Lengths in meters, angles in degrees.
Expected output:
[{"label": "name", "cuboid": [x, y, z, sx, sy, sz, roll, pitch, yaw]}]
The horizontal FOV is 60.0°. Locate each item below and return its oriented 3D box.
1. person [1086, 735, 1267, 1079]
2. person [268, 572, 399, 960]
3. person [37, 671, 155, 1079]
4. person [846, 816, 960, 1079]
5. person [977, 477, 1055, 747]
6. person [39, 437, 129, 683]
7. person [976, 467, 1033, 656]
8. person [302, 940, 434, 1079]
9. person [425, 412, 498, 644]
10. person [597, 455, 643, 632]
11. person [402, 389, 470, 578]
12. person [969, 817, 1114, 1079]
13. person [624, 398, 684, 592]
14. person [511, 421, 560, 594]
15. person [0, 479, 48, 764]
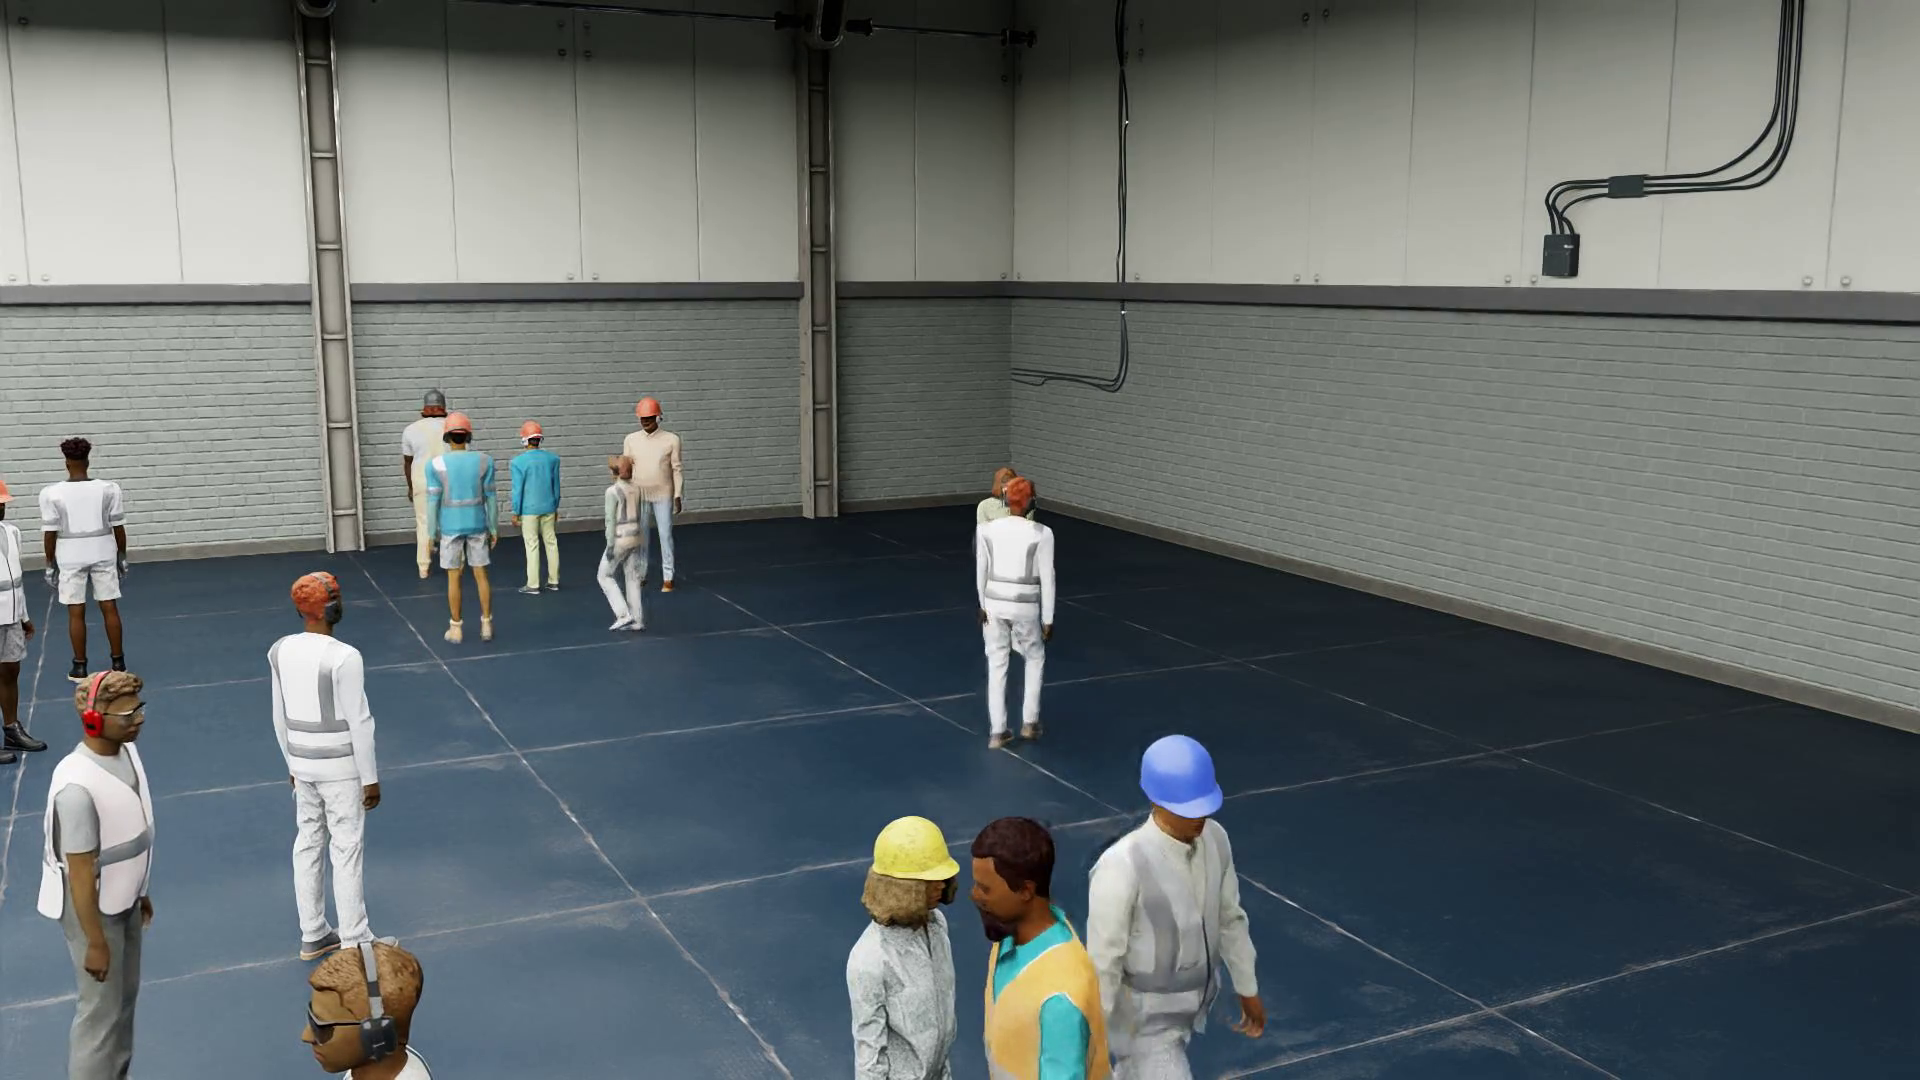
[{"label": "person", "cuboid": [0.710, 1.505, 5.222, 1.001, 1.875, 0.715, 7, 12, 38]}, {"label": "person", "cuboid": [-2.971, 1.081, 7.852, 0.574, 1.885, 0.355, 4, 10, 26]}, {"label": "person", "cuboid": [-3.178, 1.380, 6.177, 0.408, 1.835, 0.566, -2, 9, -10]}, {"label": "person", "cuboid": [-0.140, 1.642, 4.824, 0.297, 1.745, 0.484, 4, 10, 25]}, {"label": "person", "cuboid": [0.395, 0.490, 11.566, 0.613, 1.861, 0.623, 3, 10, 19]}, {"label": "person", "cuboid": [-6.988, 0.156, 13.300, 0.614, 1.962, 0.366, -7, 12, -37]}, {"label": "person", "cuboid": [0.386, 0.183, 14.183, 0.504, 1.626, 0.286, -2, 9, -11]}, {"label": "person", "cuboid": [-1.275, 1.773, 3.707, 0.345, 1.846, 0.508, -6, 11, -35]}, {"label": "person", "cuboid": [-4.401, -0.111, 14.706, 0.614, 2.040, 0.390, -5, 11, -29]}, {"label": "person", "cuboid": [-3.062, 0.037, 15.058, 0.392, 1.621, 0.550, 4, 10, 23]}, {"label": "person", "cuboid": [-5.606, -0.621, 17.856, 0.683, 2.000, 0.536, -3, 10, -18]}, {"label": "person", "cuboid": [0.280, 1.641, 4.499, 0.995, 1.872, 0.615, -2, 9, -11]}, {"label": "person", "cuboid": [-3.137, -0.454, 16.965, 0.626, 1.992, 0.387, 1, 9, 4]}, {"label": "person", "cuboid": [-4.332, -0.332, 16.952, 0.335, 1.753, 0.563, 9, 13, 43]}, {"label": "person", "cuboid": [-6.444, 0.519, 11.150, 0.359, 1.938, 0.545, 2, 9, 10]}]
